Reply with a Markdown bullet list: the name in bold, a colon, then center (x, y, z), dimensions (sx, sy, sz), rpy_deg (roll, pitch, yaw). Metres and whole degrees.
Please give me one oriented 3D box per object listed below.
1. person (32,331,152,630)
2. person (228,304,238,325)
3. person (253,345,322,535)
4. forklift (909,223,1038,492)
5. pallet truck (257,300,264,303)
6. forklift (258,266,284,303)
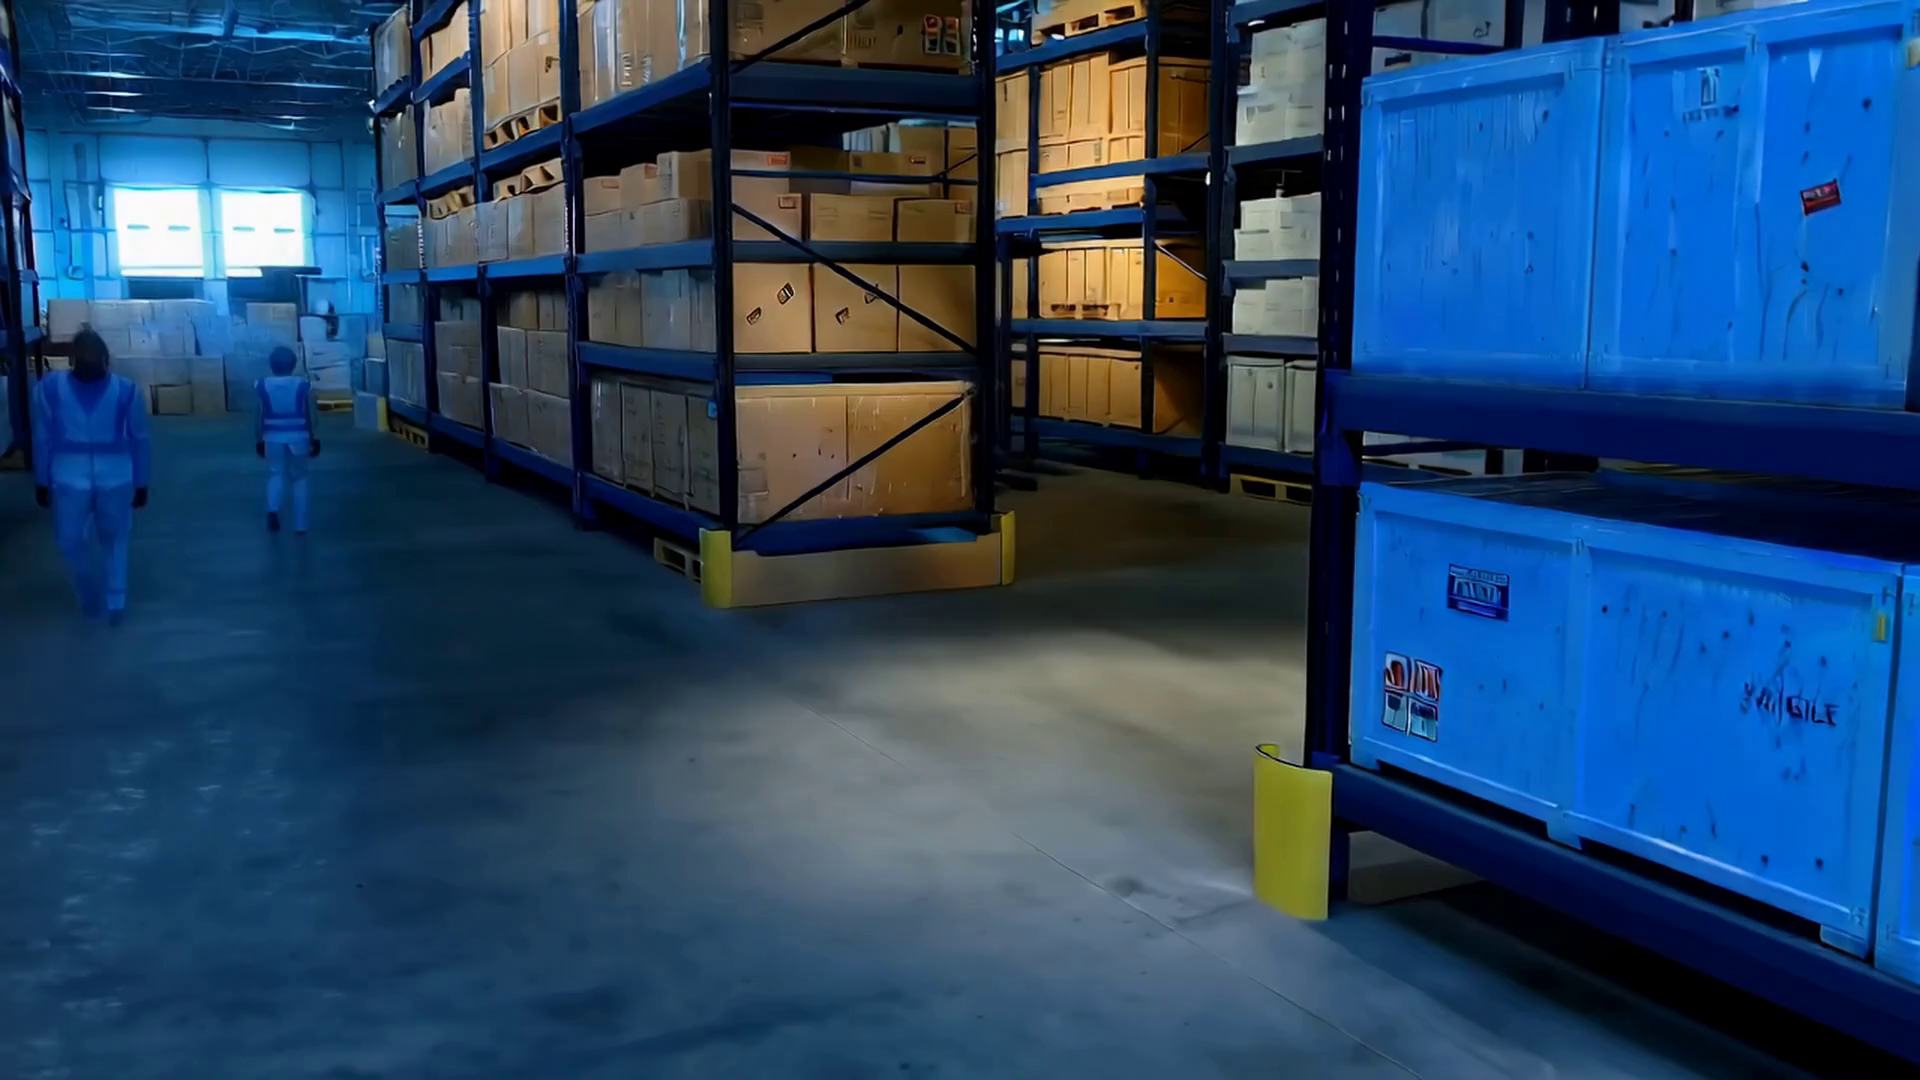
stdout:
- **person**: center (-5.291, -0.359, 10.168), dimensions (0.652, 1.830, 0.438), rpy_deg (-4, 9, -25)
- **person**: center (-22.512, -6.414, 51.856), dimensions (0.892, 1.845, 0.594), rpy_deg (-2, 9, -16)
- **person**: center (-5.737, -0.840, 14.192), dimensions (0.527, 1.630, 0.392), rpy_deg (-2, 8, -11)
- **forklift**: center (-0.111, -1.948, 17.523), dimensions (1.129, 2.768, 1.873), rpy_deg (-4, 9, -26)
- **pallet truck**: center (-23.913, -7.404, 58.171), dimensions (1.885, 1.965, 0.823), rpy_deg (-1, 8, -9)
- **forklift**: center (-17.061, -5.406, 41.365), dimensions (1.873, 2.768, 1.129), rpy_deg (-6, 10, -34)
